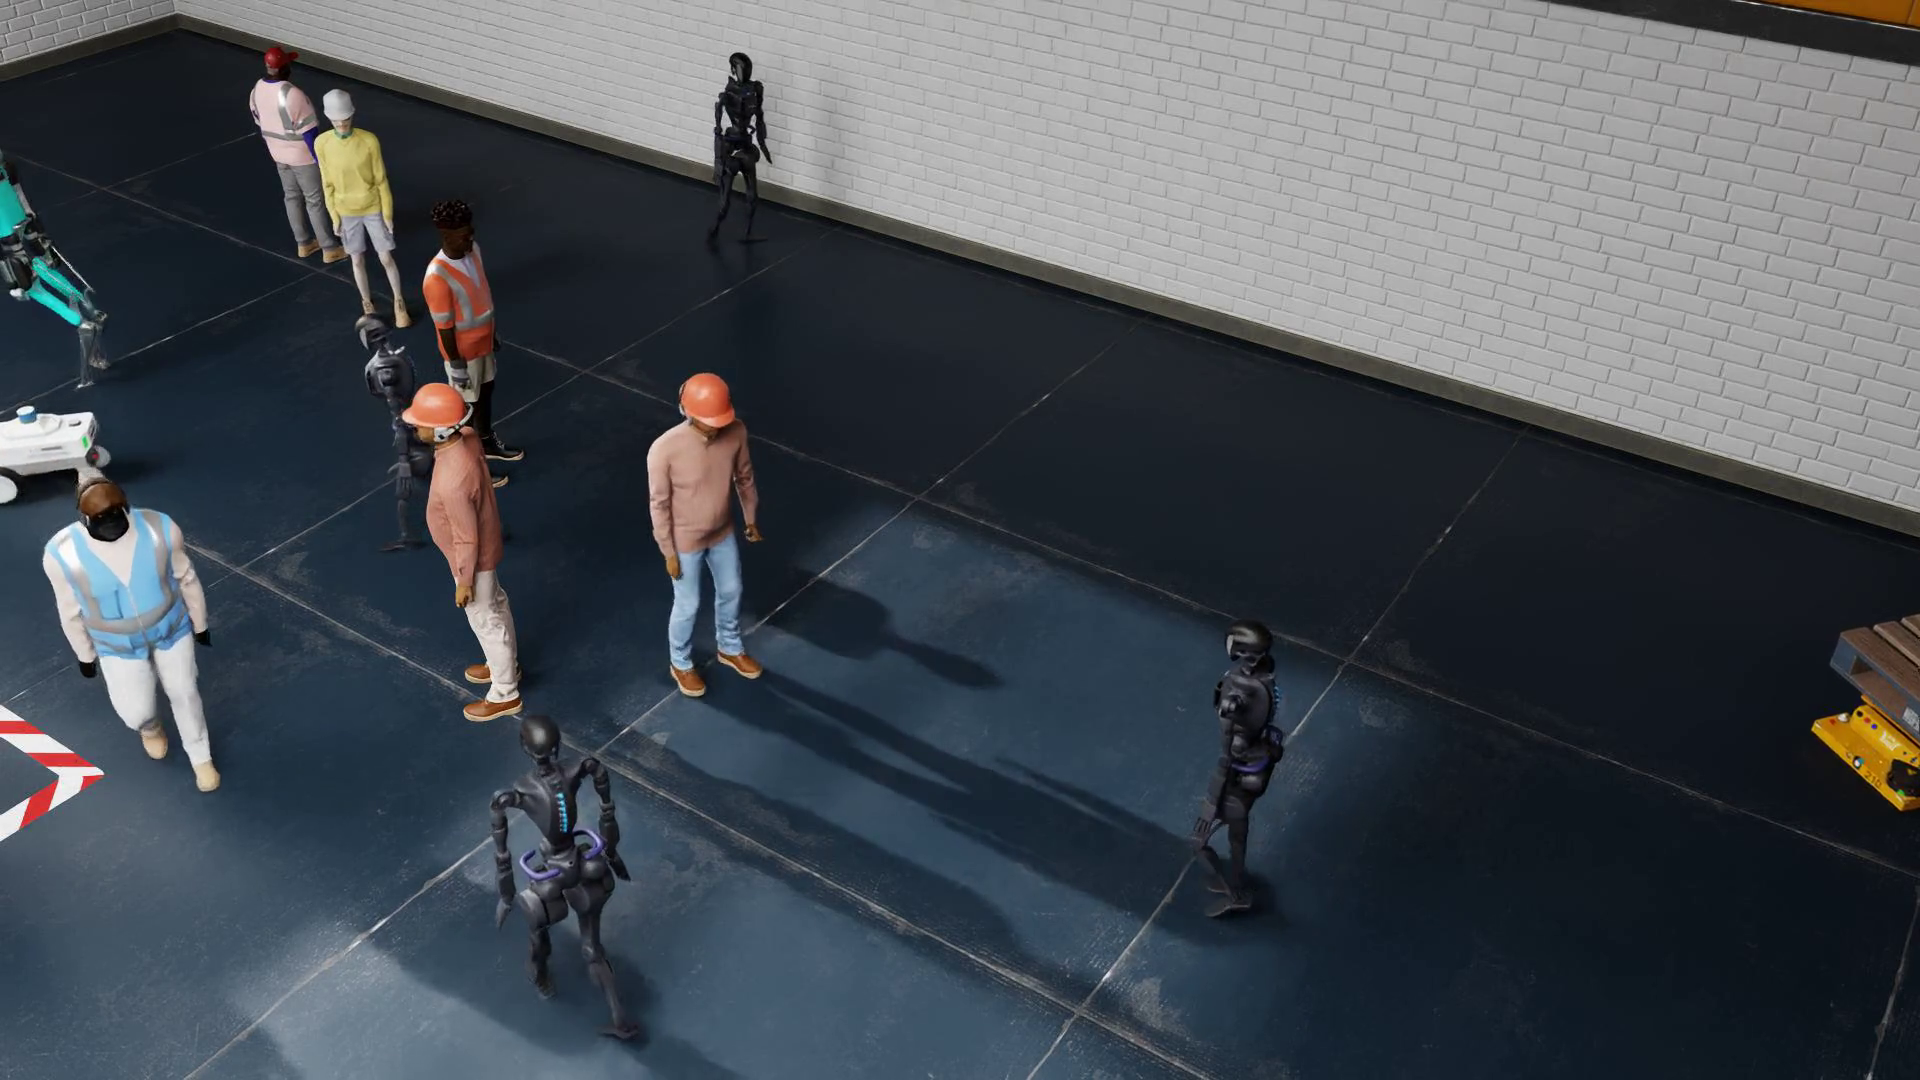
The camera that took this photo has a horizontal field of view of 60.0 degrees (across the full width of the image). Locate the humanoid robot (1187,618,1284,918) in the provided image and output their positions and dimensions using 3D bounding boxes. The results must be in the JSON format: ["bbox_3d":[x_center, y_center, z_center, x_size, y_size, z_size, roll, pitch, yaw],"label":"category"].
[{"bbox_3d":[1.264,1.035,7.558,0.329,1.644,0.610,18,39,24],"label":"humanoid robot"}]

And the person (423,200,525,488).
[{"bbox_3d":[-3.119,-1.255,10.595,0.378,1.957,0.597,4,35,6],"label":"person"}]

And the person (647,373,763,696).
[{"bbox_3d":[-1.330,-0.040,8.838,0.646,1.966,0.490,-29,44,-35],"label":"person"}]

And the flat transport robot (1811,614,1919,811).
[{"bbox_3d":[5.348,1.014,8.815,1.431,0.231,0.659,-10,36,-14],"label":"flat transport robot"}]

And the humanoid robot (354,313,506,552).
[{"bbox_3d":[-3.233,-0.612,9.964,0.789,1.645,0.609,-10,36,-14],"label":"humanoid robot"}]

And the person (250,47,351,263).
[{"bbox_3d":[-5.328,-3.100,13.399,0.613,1.755,0.419,18,39,24],"label":"person"}]

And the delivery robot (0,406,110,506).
[{"bbox_3d":[-6.033,-0.581,10.859,0.805,0.612,0.499,-8,36,-12],"label":"delivery robot"}]

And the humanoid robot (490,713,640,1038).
[{"bbox_3d":[-1.687,1.434,7.038,0.608,1.624,0.740,-25,42,-31],"label":"humanoid robot"}]

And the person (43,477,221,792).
[{"bbox_3d":[-4.041,0.467,8.233,0.647,1.829,0.475,-21,40,-27],"label":"person"}]

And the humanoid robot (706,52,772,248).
[{"bbox_3d":[-1.841,-3.194,13.606,0.470,1.645,0.604,24,42,30],"label":"humanoid robot"}]

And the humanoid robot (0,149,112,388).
[{"bbox_3d":[-6.376,-1.894,11.692,0.782,1.773,0.536,4,35,6],"label":"humanoid robot"}]

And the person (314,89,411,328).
[{"bbox_3d":[-4.448,-2.448,12.362,0.479,1.881,0.419,-6,35,-9],"label":"person"}]

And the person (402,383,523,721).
[{"bbox_3d":[-2.563,0.057,8.677,0.376,1.997,0.610,-6,35,-9],"label":"person"}]
